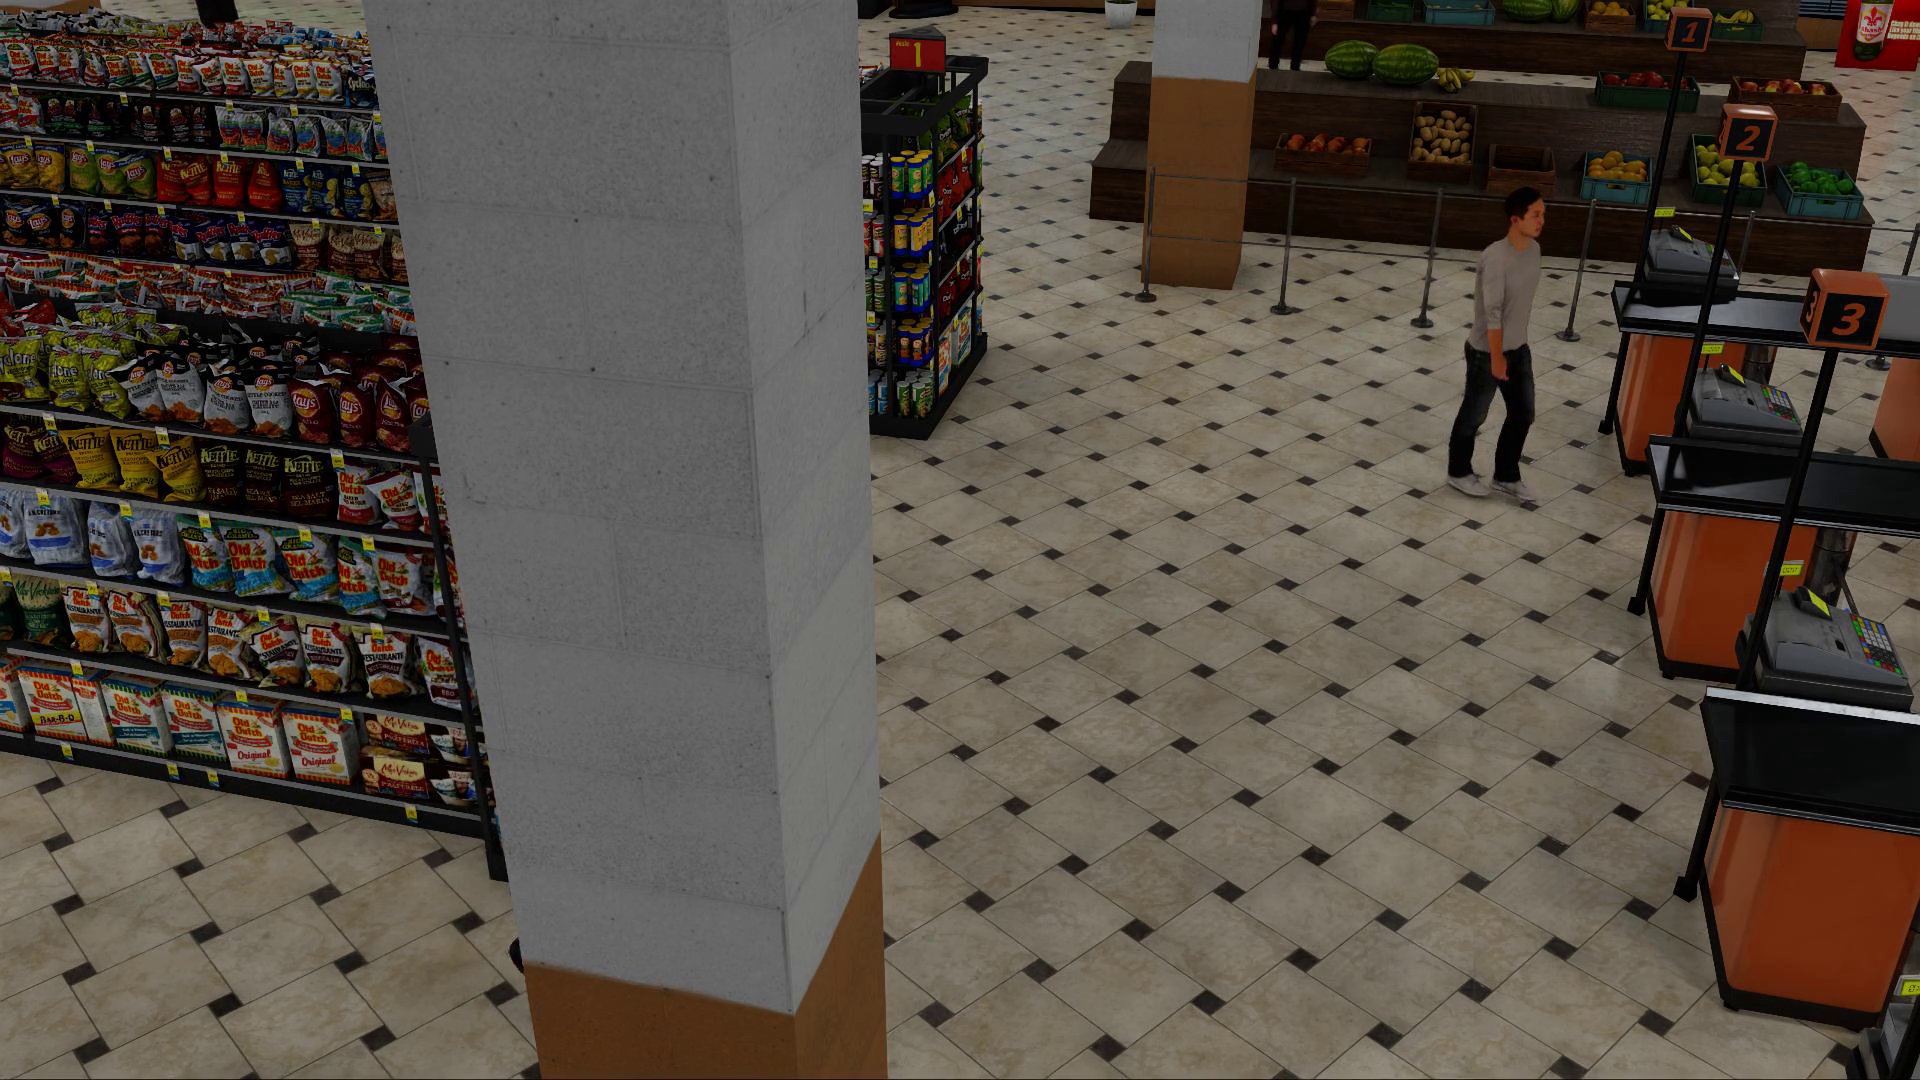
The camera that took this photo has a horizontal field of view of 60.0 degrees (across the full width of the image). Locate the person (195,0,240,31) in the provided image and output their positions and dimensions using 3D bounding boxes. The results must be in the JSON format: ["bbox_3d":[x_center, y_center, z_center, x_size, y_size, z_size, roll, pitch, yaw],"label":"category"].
[{"bbox_3d":[-7.581,-5.318,16.952,0.736,1.823,0.775,-4,29,-7],"label":"person"}]

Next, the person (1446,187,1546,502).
[{"bbox_3d":[2.904,-1.088,9.229,0.854,1.798,0.917,-20,35,-32],"label":"person"}]

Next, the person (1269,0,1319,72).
[{"bbox_3d":[3.523,-5.462,17.377,0.658,1.667,0.855,-10,30,-18],"label":"person"}]
